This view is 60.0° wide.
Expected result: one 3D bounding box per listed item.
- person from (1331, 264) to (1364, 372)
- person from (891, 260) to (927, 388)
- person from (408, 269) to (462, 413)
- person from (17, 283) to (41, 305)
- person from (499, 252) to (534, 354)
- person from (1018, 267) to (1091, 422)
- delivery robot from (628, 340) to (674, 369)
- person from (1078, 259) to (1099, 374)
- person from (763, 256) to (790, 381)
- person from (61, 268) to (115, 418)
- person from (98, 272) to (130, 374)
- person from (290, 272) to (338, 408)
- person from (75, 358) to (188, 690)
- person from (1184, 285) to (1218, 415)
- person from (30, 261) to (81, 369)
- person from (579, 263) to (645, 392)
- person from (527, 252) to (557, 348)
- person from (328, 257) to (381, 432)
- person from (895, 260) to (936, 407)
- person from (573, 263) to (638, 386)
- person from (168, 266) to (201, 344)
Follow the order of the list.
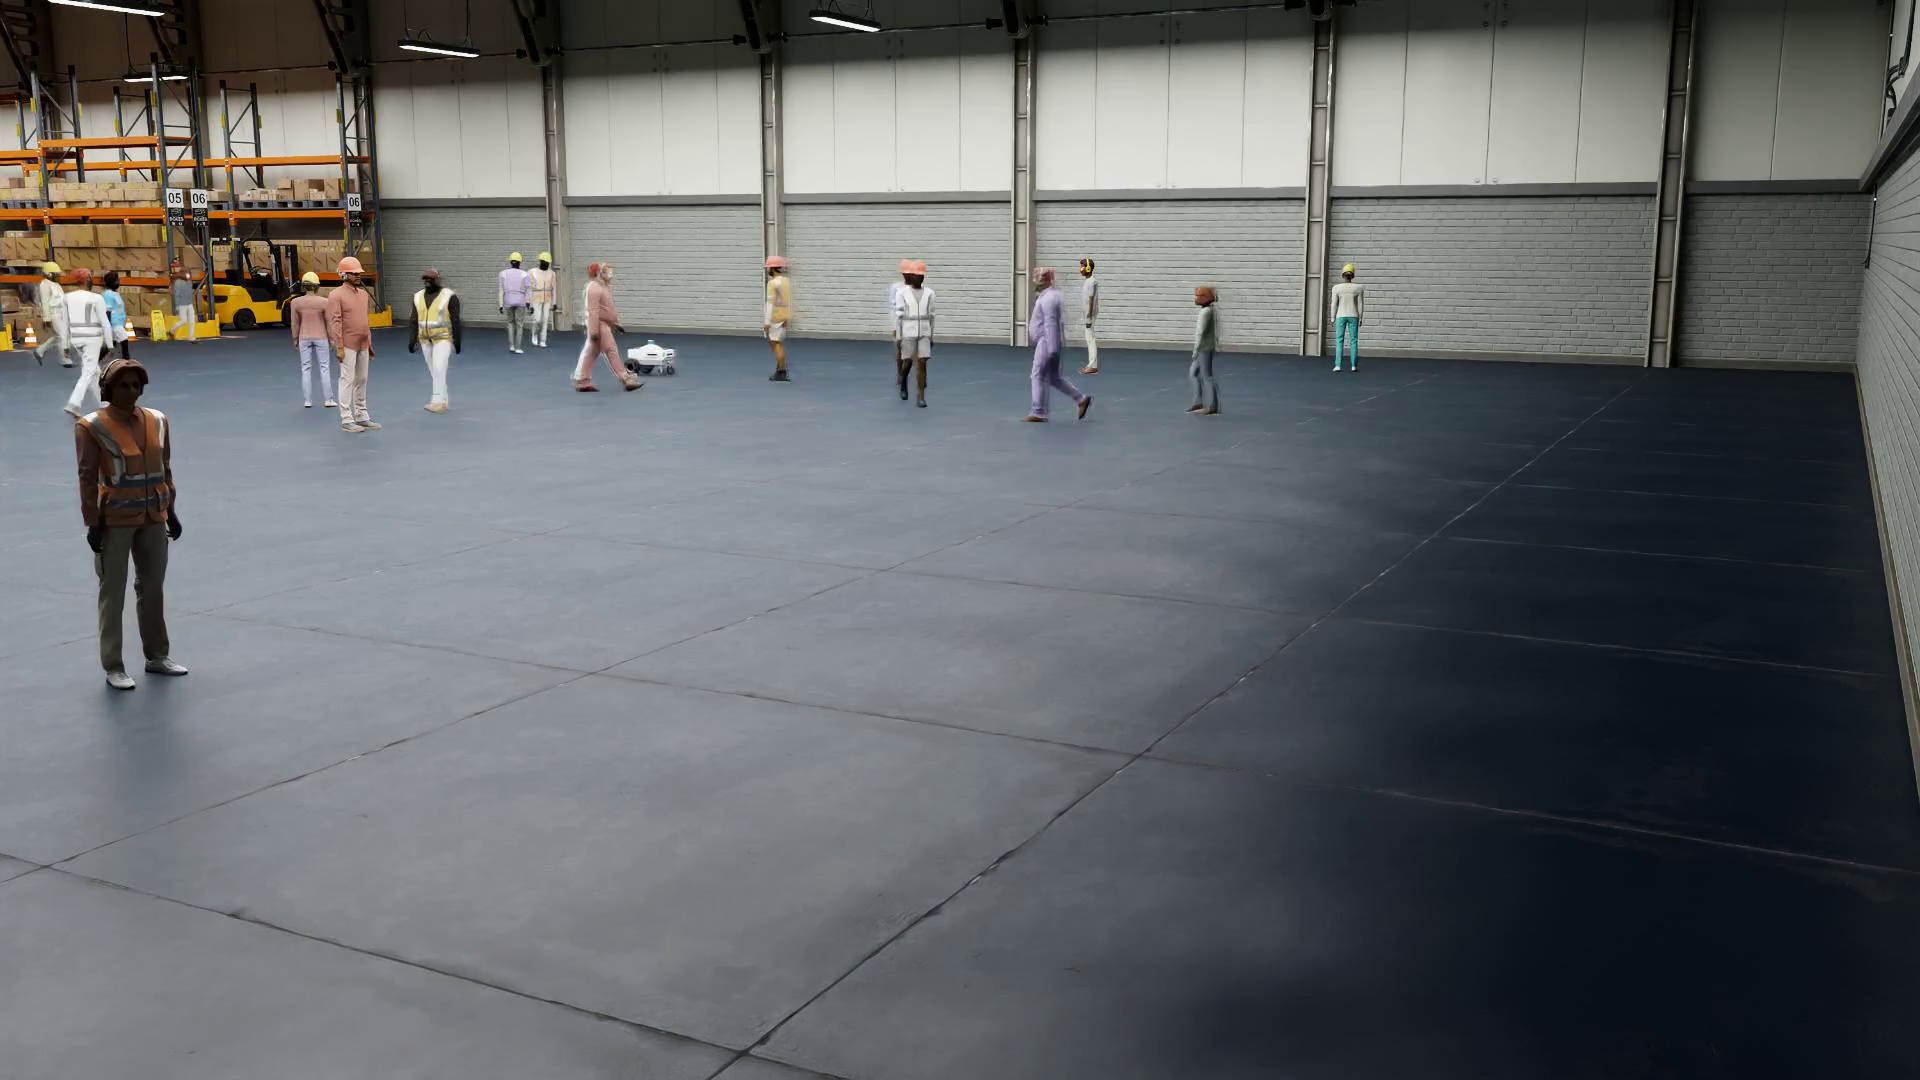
[{"bbox_3d":[6.376,-3.652,27.407,0.523,1.769,0.314,1,10,8],"label":"person"},{"bbox_3d":[-0.751,-3.202,24.659,0.549,1.881,1.030,-3,11,-16],"label":"person"},{"bbox_3d":[-6.687,-2.496,20.980,0.644,1.813,0.840,3,11,16],"label":"person"},{"bbox_3d":[-22.972,-6.228,41.066,0.952,1.910,0.634,6,12,30],"label":"person"},{"bbox_3d":[-8.410,-4.504,31.638,0.621,1.908,0.653,0,10,-3],"label":"person"},{"bbox_3d":[1.144,-2.341,20.008,0.802,1.878,0.655,2,11,8],"label":"person"},{"bbox_3d":[-4.956,-2.956,26.660,0.707,0.478,0.477,4,11,20],"label":"delivery robot"},{"bbox_3d":[2.096,-3.636,27.074,0.312,1.863,0.507,0,10,-3],"label":"person"},{"bbox_3d":[-2.872,-3.404,25.614,0.496,1.924,0.569,4,11,19],"label":"person"},{"bbox_3d":[-10.827,-2.434,20.567,0.597,1.851,0.946,3,11,14],"label":"person"},{"bbox_3d":[-13.629,-3.467,26.683,0.817,1.668,0.537,-3,11,-15],"label":"person"},{"bbox_3d":[-8.429,-2.605,21.703,0.529,1.765,0.327,-1,10,-7],"label":"person"},{"bbox_3d":[-4.142,-0.087,8.318,0.310,1.636,0.522,5,12,26],"label":"person"},{"bbox_3d":[3.003,-2.369,20.818,0.581,1.612,0.540,3,11,15],"label":"person"},{"bbox_3d":[-15.253,-3.763,27.902,0.746,1.811,0.599,-2,11,-10],"label":"person"},{"bbox_3d":[-5.014,-3.021,23.743,1.006,1.840,0.655,-1,10,-8],"label":"person"},{"bbox_3d":[-8.350,-4.797,33.266,0.630,1.901,0.423,-7,13,-34],"label":"person"},{"bbox_3d":[-6.946,-2.237,19.068,0.380,1.994,0.618,3,11,17],"label":"person"},{"bbox_3d":[-0.588,-2.717,21.877,0.558,1.926,0.630,-3,11,-16],"label":"person"},{"bbox_3d":[-5.344,-3.203,24.780,0.999,1.828,0.603,-3,11,-17],"label":"person"},{"bbox_3d":[-16.049,-4.842,34.319,0.563,1.613,0.506,3,11,14],"label":"person"}]
